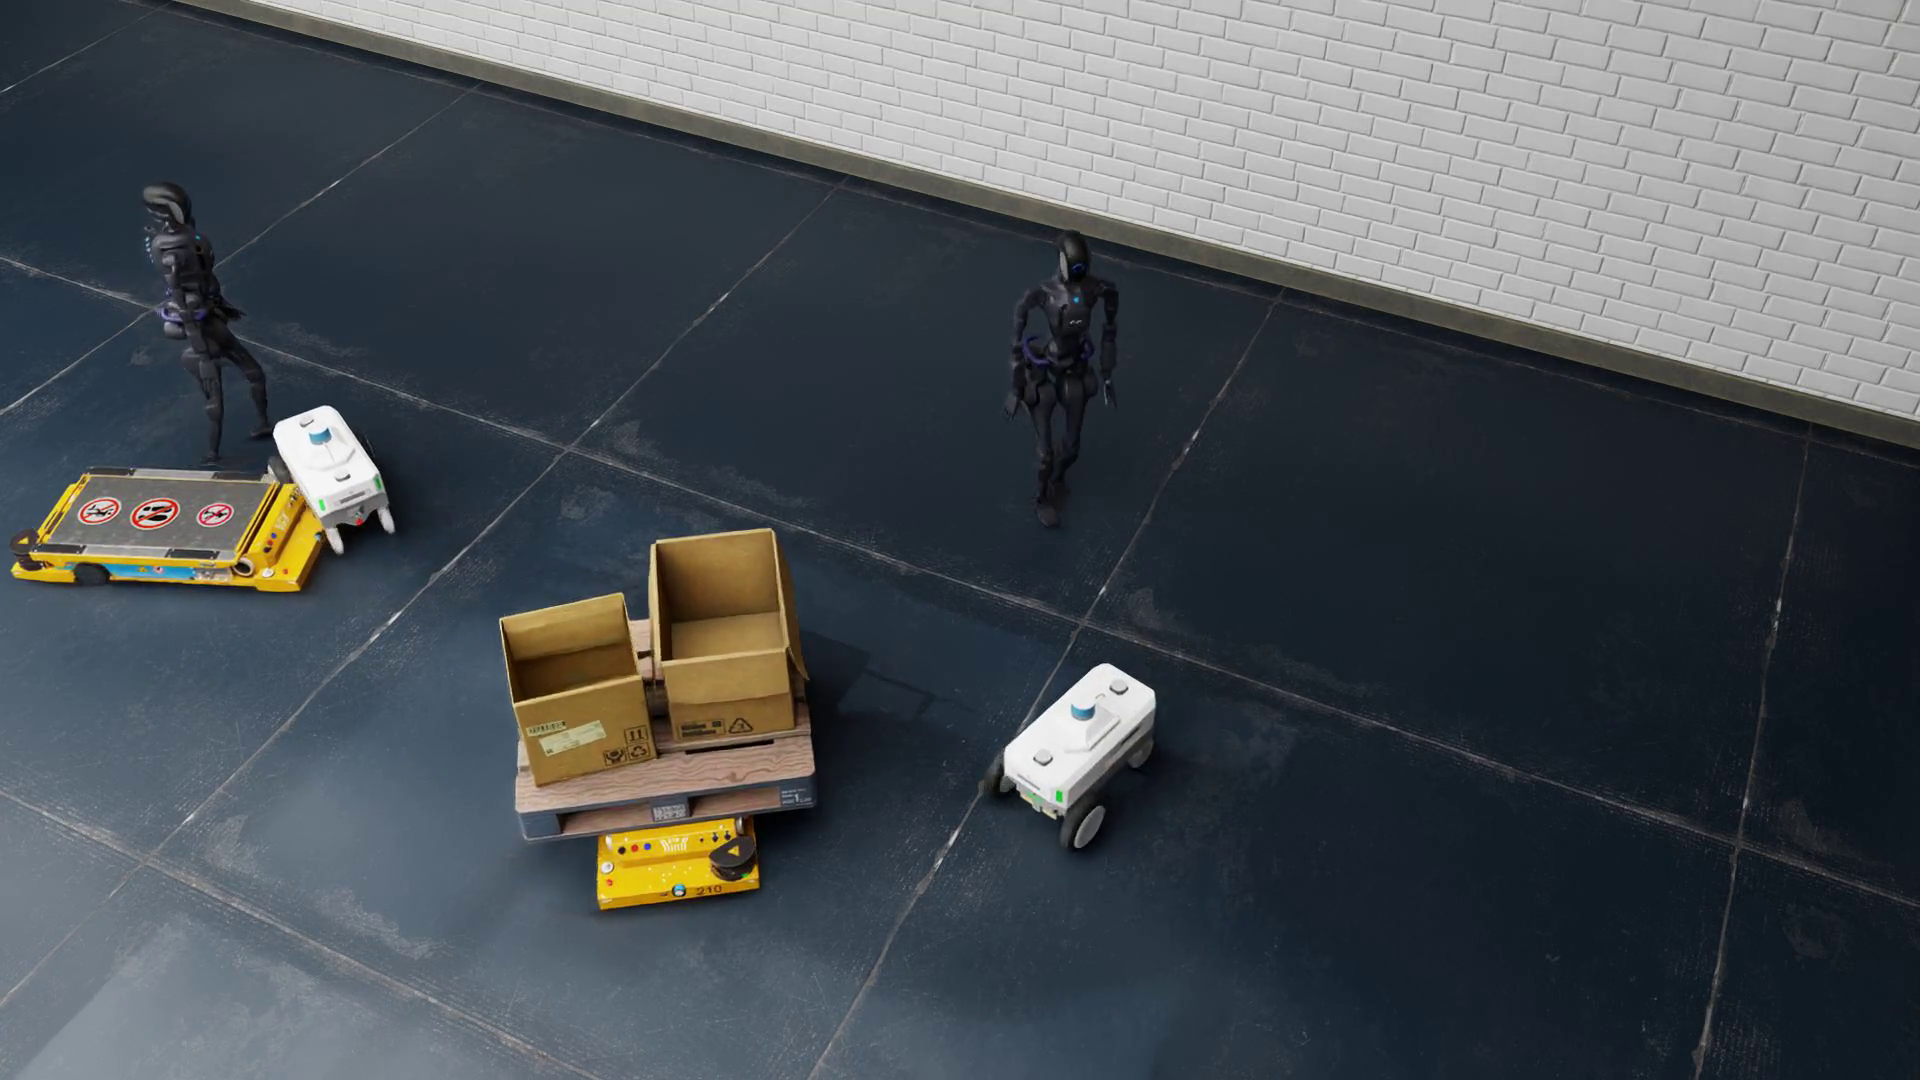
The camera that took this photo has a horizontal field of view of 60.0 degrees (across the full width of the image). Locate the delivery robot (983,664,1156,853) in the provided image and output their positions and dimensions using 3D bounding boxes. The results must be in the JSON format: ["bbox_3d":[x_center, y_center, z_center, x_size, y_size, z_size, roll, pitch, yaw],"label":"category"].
[{"bbox_3d":[0.513,0.877,7.093,0.499,0.587,0.769,31,51,29],"label":"delivery robot"}]

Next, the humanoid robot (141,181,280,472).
[{"bbox_3d":[-3.821,-1.078,8.394,0.501,1.649,0.596,-7,43,-8],"label":"humanoid robot"}]

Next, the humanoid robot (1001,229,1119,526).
[{"bbox_3d":[0.480,-0.788,8.085,0.585,1.662,0.370,-13,44,-13],"label":"humanoid robot"}]

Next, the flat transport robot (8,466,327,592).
[{"bbox_3d":[-3.905,-0.055,8.315,1.431,0.231,0.659,2,43,3],"label":"flat transport robot"}]

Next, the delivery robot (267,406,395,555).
[{"bbox_3d":[-3.192,-0.353,8.431,0.499,0.601,0.775,-25,49,-25],"label":"delivery robot"}]

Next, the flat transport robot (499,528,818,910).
[{"bbox_3d":[-1.251,0.932,7.249,0.659,0.231,1.431,-6,43,-7],"label":"flat transport robot"}]
